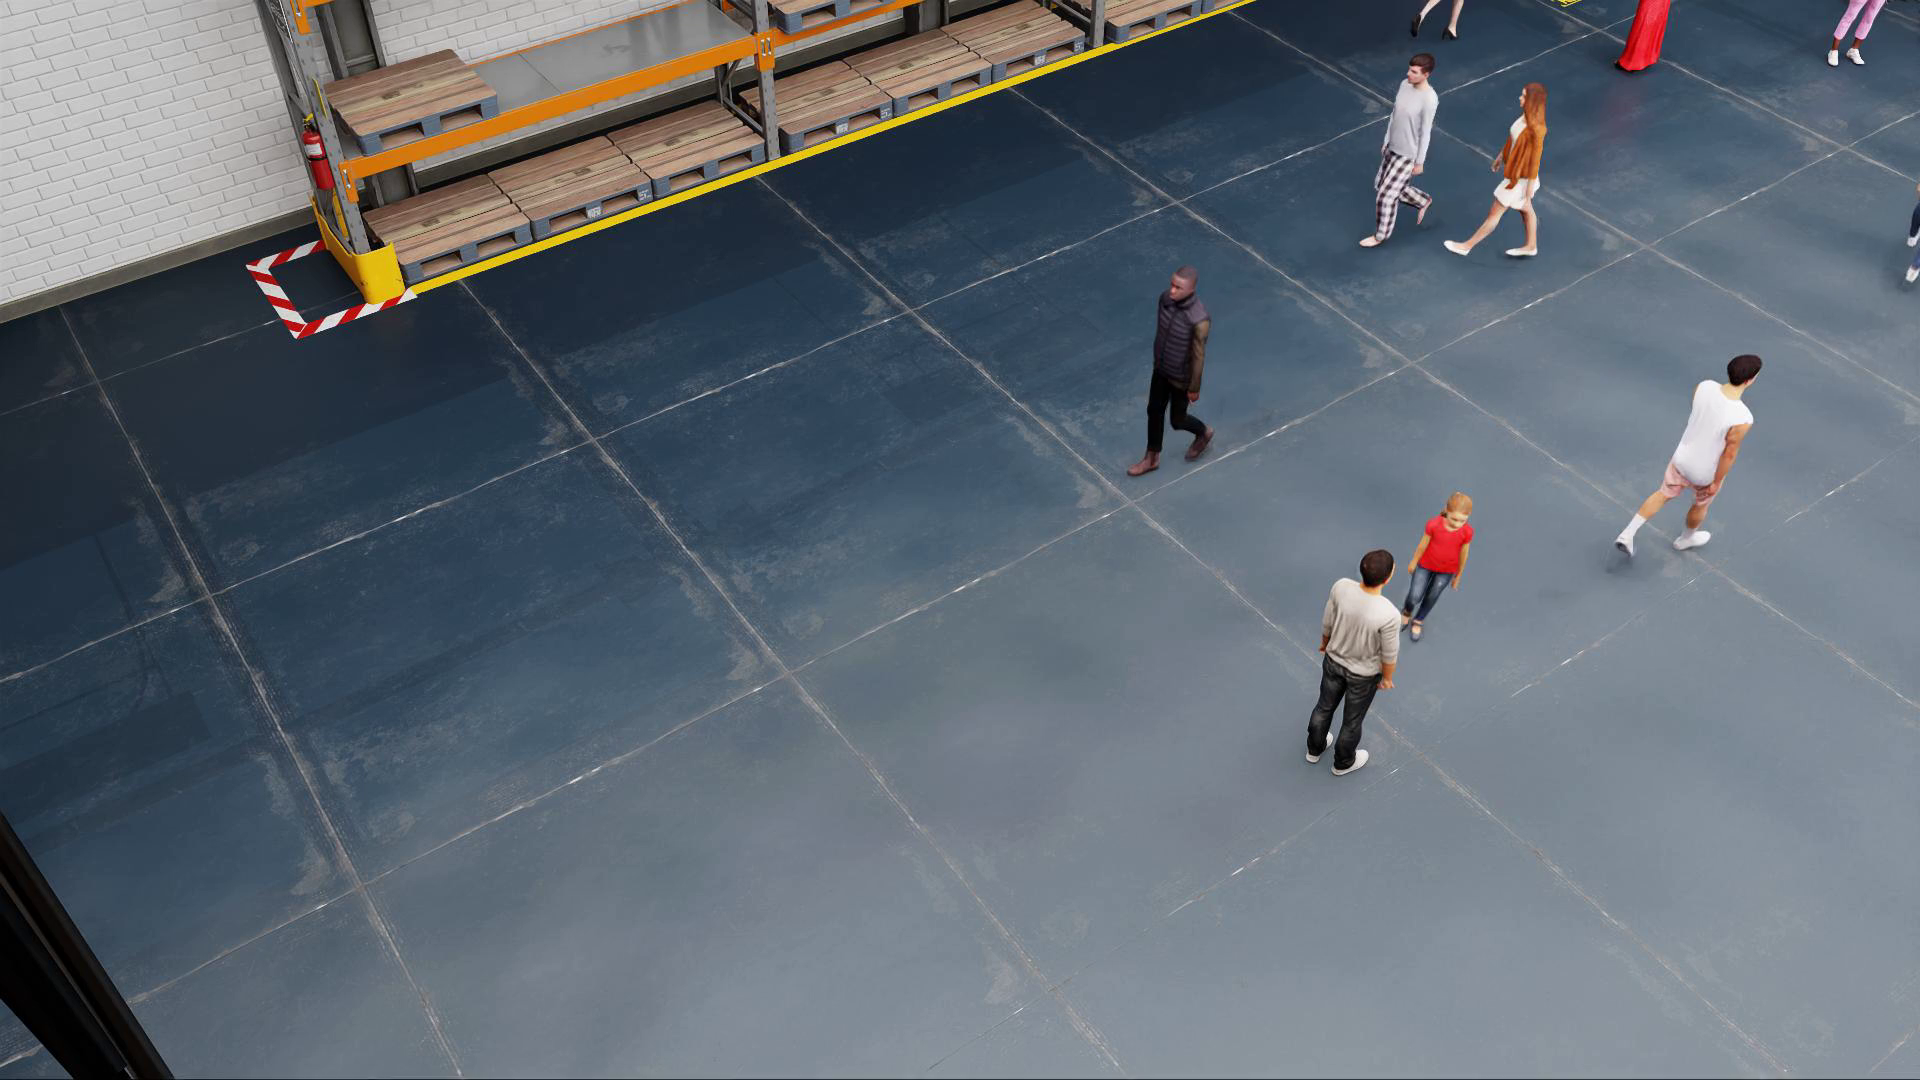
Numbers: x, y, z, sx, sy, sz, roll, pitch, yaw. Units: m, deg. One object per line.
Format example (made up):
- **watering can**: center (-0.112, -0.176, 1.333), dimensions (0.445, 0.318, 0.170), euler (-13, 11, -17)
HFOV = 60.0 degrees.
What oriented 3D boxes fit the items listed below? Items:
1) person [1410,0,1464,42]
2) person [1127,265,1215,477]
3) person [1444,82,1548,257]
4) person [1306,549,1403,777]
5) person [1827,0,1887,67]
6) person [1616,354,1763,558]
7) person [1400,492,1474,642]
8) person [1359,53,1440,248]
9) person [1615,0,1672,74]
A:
- **person**: center (5.095, -5.924, 17.208), dimensions (0.975, 1.727, 0.656), euler (-20, 47, -20)
- **person**: center (1.660, -1.252, 12.234), dimensions (0.982, 1.824, 0.741), euler (-23, 48, -23)
- **person**: center (4.905, -3.129, 14.310), dimensions (1.157, 1.677, 1.064), euler (4, 44, 5)
- **person**: center (2.394, 0.747, 10.145), dimensions (0.704, 1.811, 0.608), euler (33, 52, 30)
- **person**: center (9.336, -5.695, 16.957), dimensions (0.616, 1.741, 0.723), euler (-2, 44, -2)
- **person**: center (5.058, -0.540, 11.528), dimensions (1.097, 1.765, 0.745), euler (-19, 47, -19)
- **person**: center (3.203, 0.129, 11.163), dimensions (0.591, 1.301, 0.647), euler (12, 45, 12)
- **person**: center (3.944, -3.410, 14.497), dimensions (1.028, 1.826, 0.797), euler (-14, 45, -14)
- **person**: center (7.064, -5.616, 16.842), dimensions (0.541, 1.786, 0.704), euler (-28, 50, -26)
